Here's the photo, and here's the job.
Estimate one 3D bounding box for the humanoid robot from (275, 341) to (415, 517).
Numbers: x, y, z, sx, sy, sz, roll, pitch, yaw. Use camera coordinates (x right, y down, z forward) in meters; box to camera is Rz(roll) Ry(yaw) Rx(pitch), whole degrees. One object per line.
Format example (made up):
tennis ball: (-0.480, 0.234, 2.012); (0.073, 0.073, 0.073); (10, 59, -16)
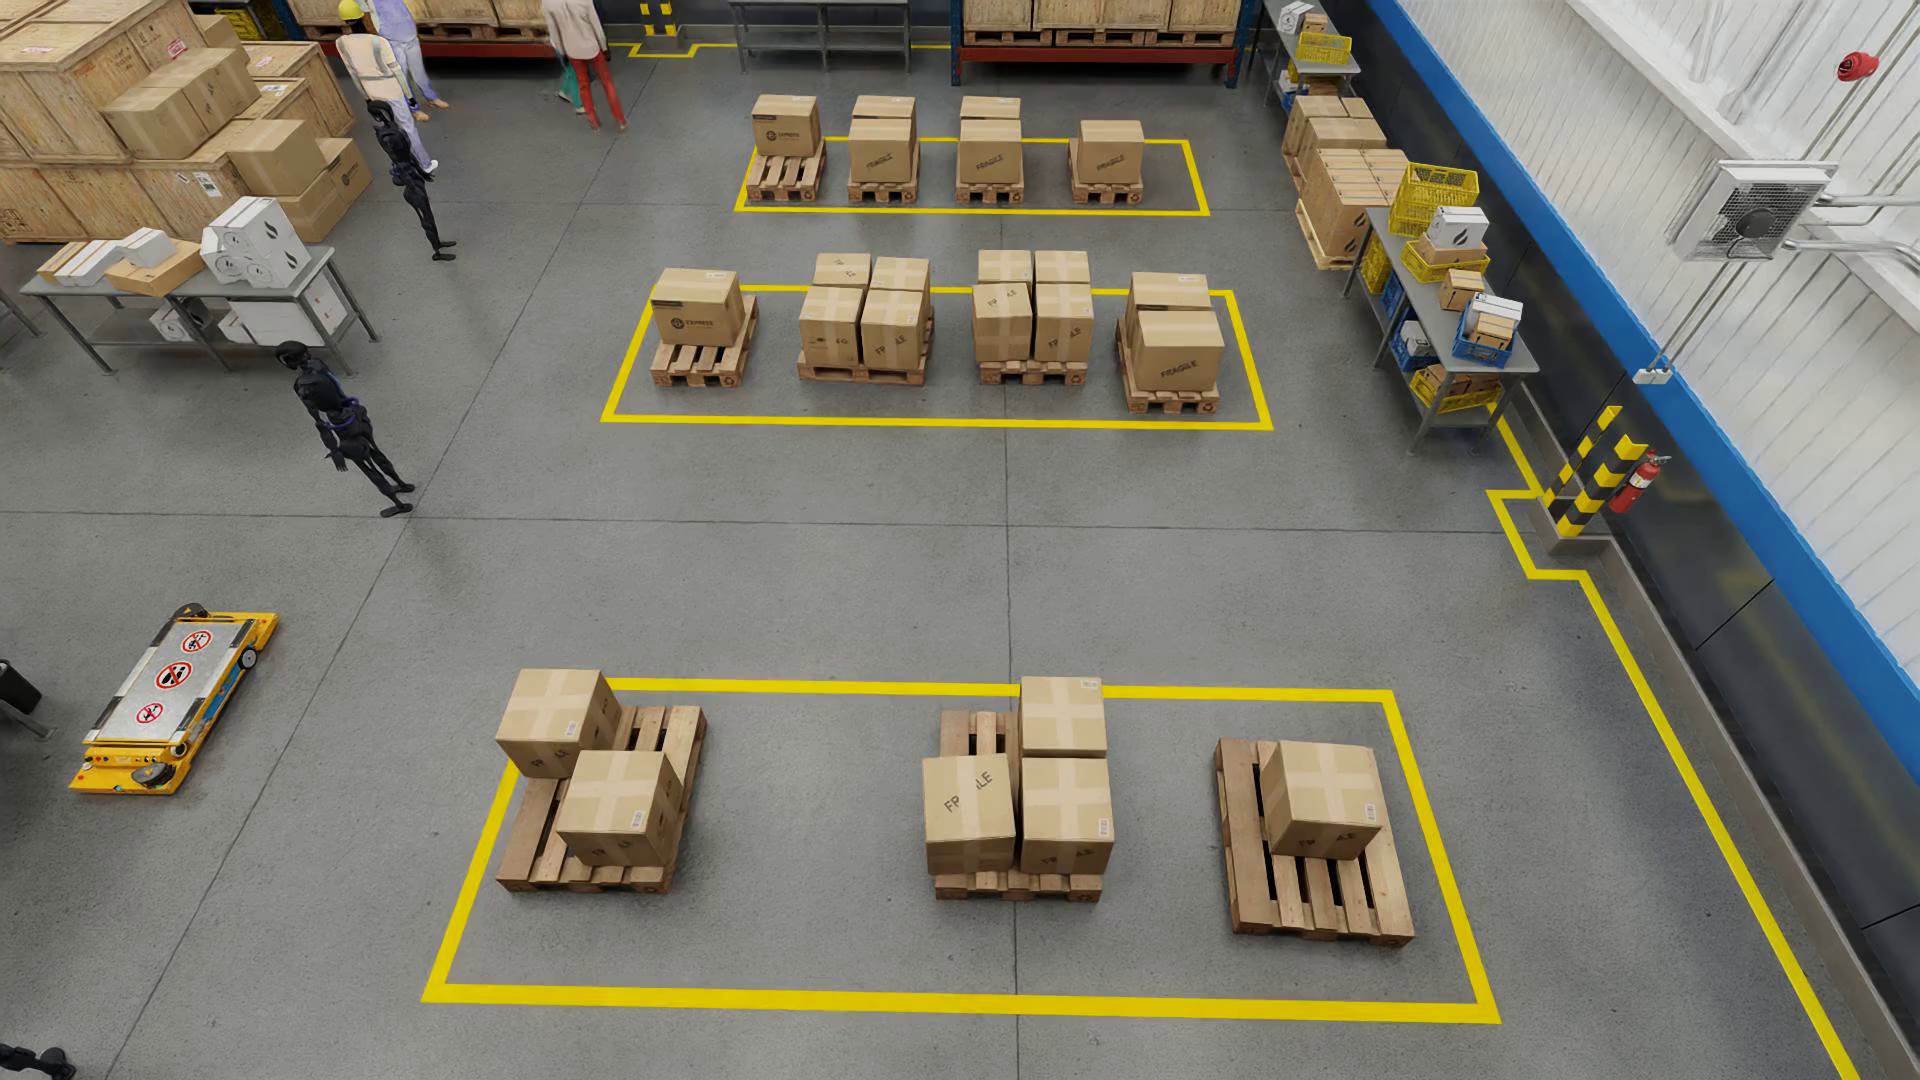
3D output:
humanoid robot: (-4.806, -0.857, 7.168); (0.325, 1.652, 0.564); (-11, 51, -9)

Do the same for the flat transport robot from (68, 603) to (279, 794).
flat transport robot: (-5.504, 1.072, 6.442); (0.652, 0.197, 1.431); (1, 50, 1)

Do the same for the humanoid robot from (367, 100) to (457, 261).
humanoid robot: (-5.737, -3.777, 9.630); (0.325, 1.657, 0.599); (-13, 51, -11)

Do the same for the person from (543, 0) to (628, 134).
person: (-4.699, -6.126, 11.434); (0.619, 1.975, 0.424); (-3, 50, -3)

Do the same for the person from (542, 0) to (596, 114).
person: (-5.084, -6.407, 11.814); (0.406, 1.747, 0.531); (-21, 53, -17)

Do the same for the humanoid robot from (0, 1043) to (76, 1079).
humanoid robot: (-5.065, 2.455, 4.365); (0.328, 1.652, 0.573); (18, 52, 15)

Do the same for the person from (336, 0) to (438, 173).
person: (-6.732, -5.263, 10.743); (0.586, 1.919, 0.398); (-4, 50, -4)

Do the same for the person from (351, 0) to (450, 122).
person: (-7.162, -6.451, 11.666); (0.537, 2.000, 0.681); (16, 52, 13)
